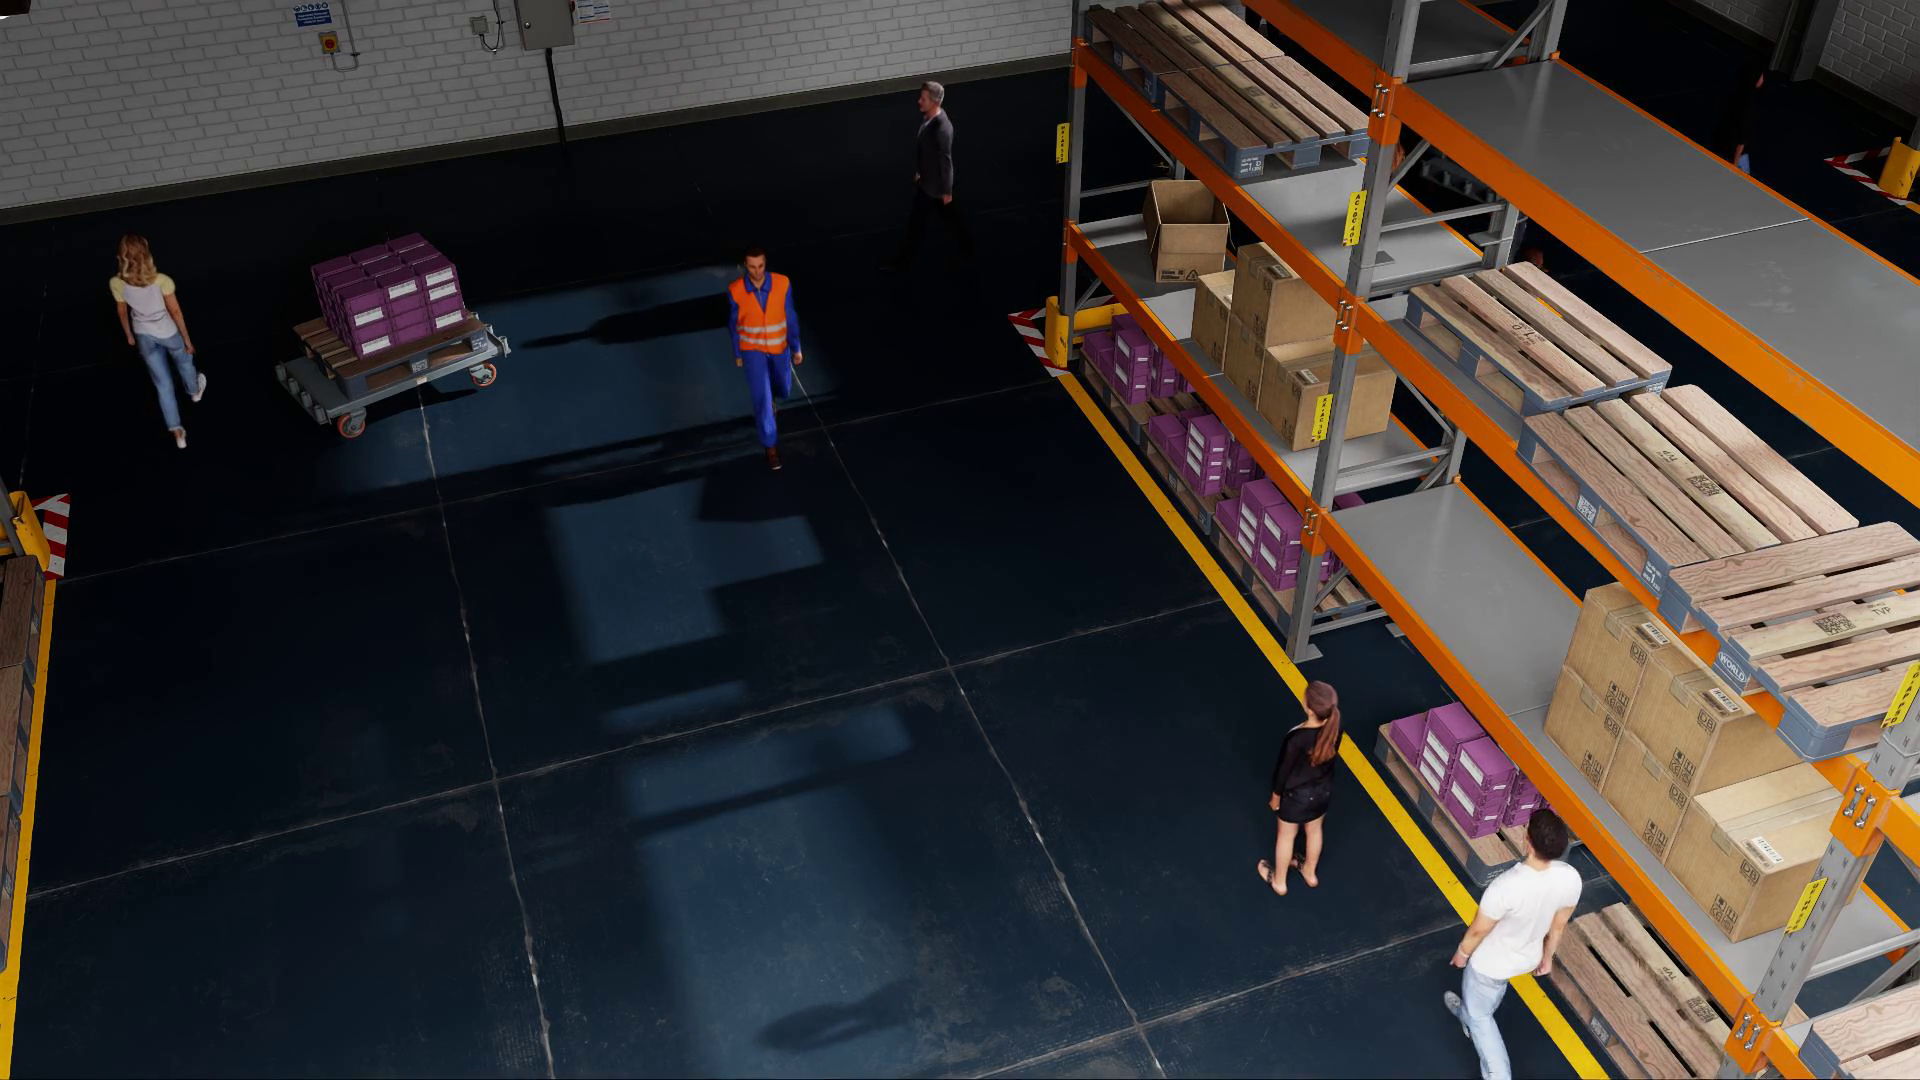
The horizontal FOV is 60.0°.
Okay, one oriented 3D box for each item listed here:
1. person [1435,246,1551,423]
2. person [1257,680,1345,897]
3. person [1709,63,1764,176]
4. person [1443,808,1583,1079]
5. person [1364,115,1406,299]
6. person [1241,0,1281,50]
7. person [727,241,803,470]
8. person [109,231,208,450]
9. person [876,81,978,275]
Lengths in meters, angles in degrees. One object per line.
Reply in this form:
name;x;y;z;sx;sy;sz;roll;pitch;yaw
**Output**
person;4.234;-1.328;12.473;0.786;1.731;1.224;-24;44;-27
person;1.931;1.374;9.229;0.533;1.558;0.542;-15;41;-18
person;6.966;-3.529;15.270;0.700;1.681;0.634;-8;39;-10
person;2.701;2.075;8.124;0.664;1.841;1.038;-12;40;-15
person;3.684;-2.840;14.405;0.606;1.683;0.957;-11;40;-13
person;3.332;-5.954;18.171;0.738;1.851;0.685;-2;39;-2
person;-1.483;-1.478;12.572;0.661;1.843;1.008;-12;40;-15
person;-6.119;-1.474;12.711;0.755;1.663;1.149;-8;39;-10
person;-0.147;-3.190;14.757;0.945;1.791;1.178;-6;39;-8
